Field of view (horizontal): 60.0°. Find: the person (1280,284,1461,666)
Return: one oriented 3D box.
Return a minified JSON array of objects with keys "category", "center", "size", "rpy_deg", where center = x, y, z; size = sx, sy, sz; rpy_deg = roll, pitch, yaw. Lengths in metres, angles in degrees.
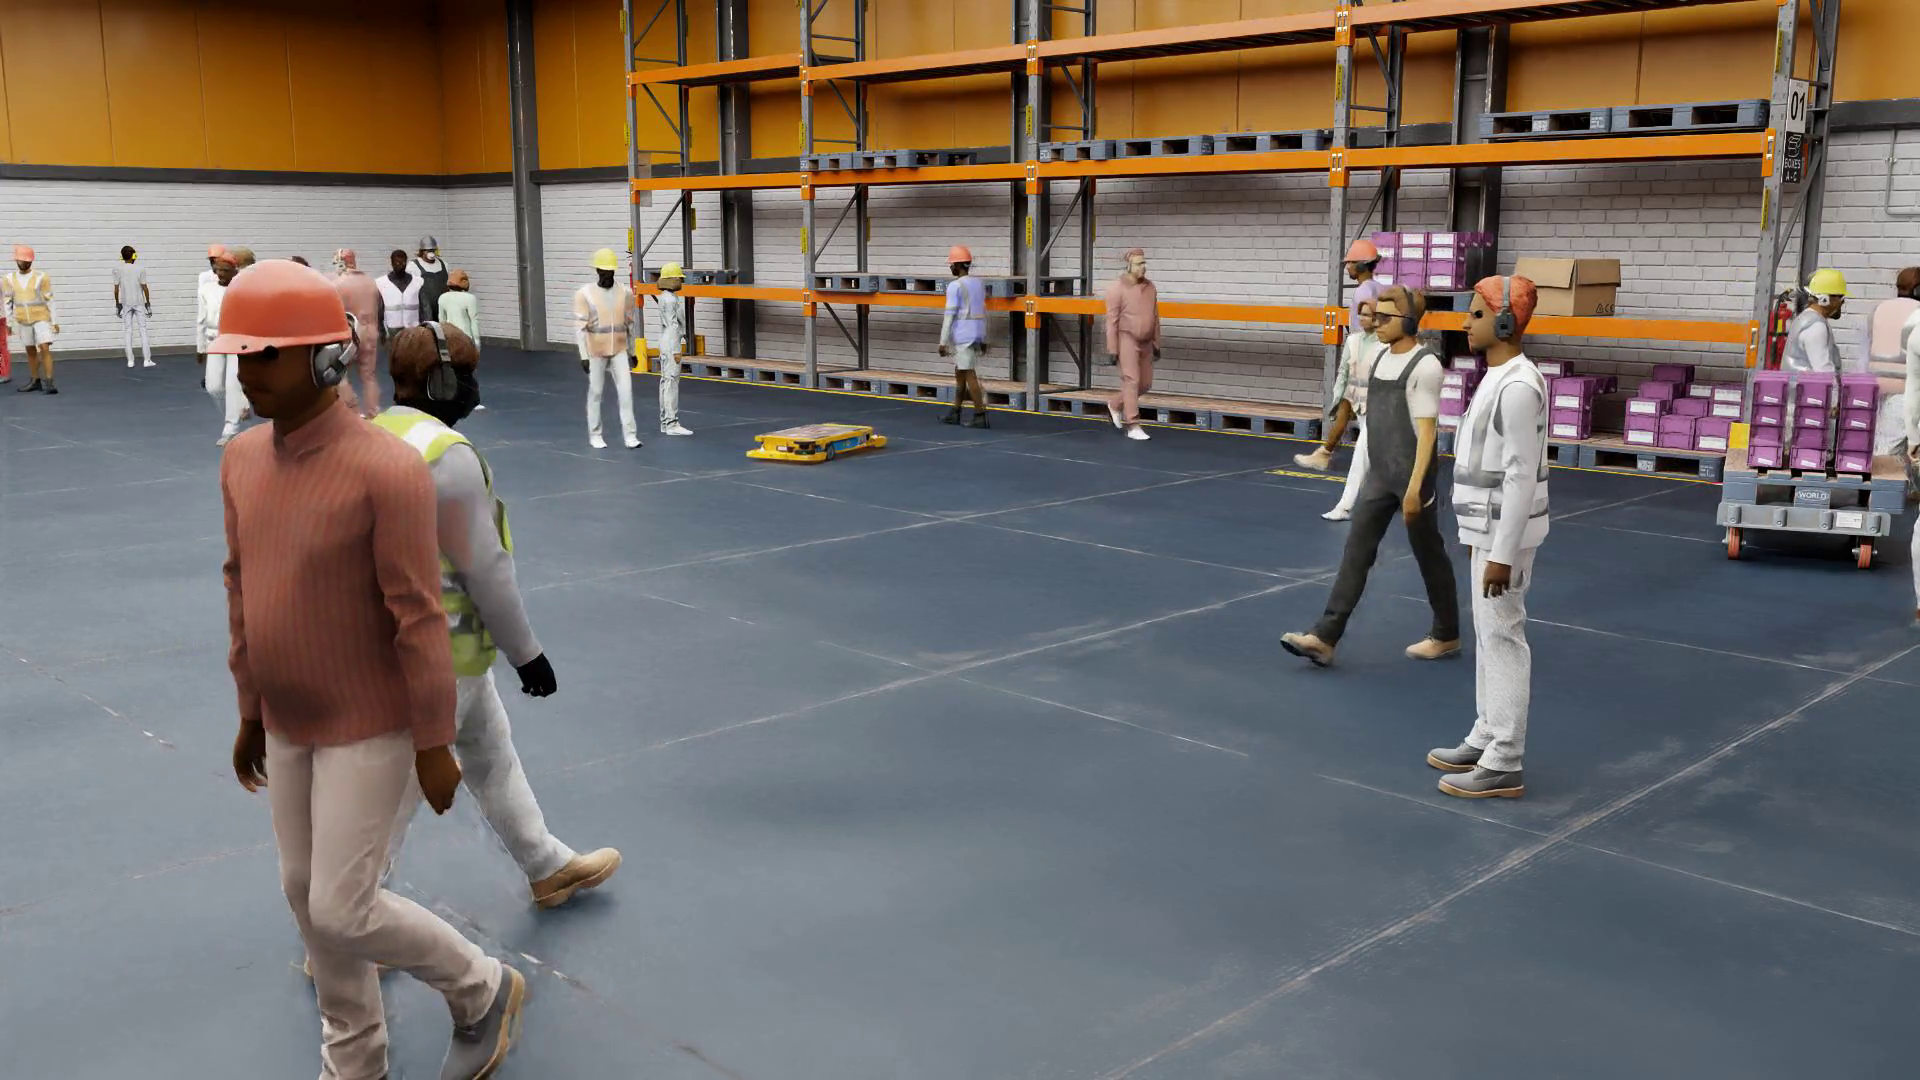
[{"category":"person","center":[1.996,-0.284,7.751],"size":[0.984,1.791,0.535],"rpy_deg":[-4,11,-21]}]

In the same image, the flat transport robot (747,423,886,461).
[{"category":"flat transport robot","center":[-1.306,-0.914,15.356],"size":[0.652,0.197,1.431],"rpy_deg":[5,12,26]}]

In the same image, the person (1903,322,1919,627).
[{"category":"person","center":[5.290,-0.513,8.682],"size":[0.832,1.910,0.662],"rpy_deg":[-8,13,-38]}]

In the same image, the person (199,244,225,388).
[{"category":"person","center":[-9.576,-2.857,21.521],"size":[0.573,1.893,0.939],"rpy_deg":[-10,14,-43]}]

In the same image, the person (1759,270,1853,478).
[{"category":"person","center":[6.053,-1.018,11.820],"size":[0.909,1.779,0.580],"rpy_deg":[5,12,26]}]

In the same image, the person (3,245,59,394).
[{"category":"person","center":[-11.896,-2.805,21.280],"size":[0.618,1.898,0.662],"rpy_deg":[-2,11,-8]}]

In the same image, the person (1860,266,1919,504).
[{"category":"person","center":[6.958,-1.120,12.318],"size":[0.875,1.807,0.634],"rpy_deg":[-3,11,-16]}]

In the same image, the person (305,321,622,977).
[{"category":"person","center":[-1.440,0.290,4.672],"size":[0.983,1.792,0.627],"rpy_deg":[-7,12,-32]}]

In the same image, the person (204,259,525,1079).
[{"category":"person","center":[-1.356,0.381,3.660],"size":[0.615,1.978,0.523],"rpy_deg":[7,13,34]}]

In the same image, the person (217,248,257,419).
[{"category":"person","center":[-7.950,-2.304,18.559],"size":[0.648,1.889,1.049],"rpy_deg":[-4,11,-20]}]

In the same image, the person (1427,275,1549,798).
[{"category":"person","center":[1.933,-0.007,6.011],"size":[0.358,1.883,0.572],"rpy_deg":[2,11,12]}]

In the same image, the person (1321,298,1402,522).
[{"category":"person","center":[2.970,-0.939,11.904],"size":[0.915,1.588,0.497],"rpy_deg":[-5,12,-26]}]

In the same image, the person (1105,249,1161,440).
[{"category":"person","center":[1.695,-1.961,16.641],"size":[0.648,1.891,0.683],"rpy_deg":[-9,14,-40]}]

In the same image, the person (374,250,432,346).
[{"category":"person","center":[-6.642,-2.523,19.835],"size":[0.608,1.859,1.062],"rpy_deg":[-6,12,-31]}]

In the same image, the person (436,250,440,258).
[{"category":"person","center":[-9.502,-4.390,30.058],"size":[0.588,1.830,0.404],"rpy_deg":[5,11,25]}]

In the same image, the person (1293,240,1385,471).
[{"category":"person","center":[3.450,-1.549,14.162],"size":[1.065,1.983,0.631],"rpy_deg":[6,12,29]}]

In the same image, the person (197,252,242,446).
[{"category":"person","center":[-7.089,-1.848,16.115],"size":[0.632,1.861,0.473],"rpy_deg":[0,10,2]}]

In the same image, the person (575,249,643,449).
[{"category":"person","center":[-3.279,-1.774,15.634],"size":[0.656,1.884,0.872],"rpy_deg":[-7,12,-33]}]

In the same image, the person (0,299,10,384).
[{"category":"person","center":[-13.280,-3.009,22.835],"size":[0.320,1.721,0.646],"rpy_deg":[-2,11,-13]}]

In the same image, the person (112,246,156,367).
[{"category":"person","center":[-12.746,-3.595,25.635],"size":[0.520,1.865,0.328],"rpy_deg":[-3,11,-14]}]

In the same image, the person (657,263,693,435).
[{"category":"person","center":[-2.923,-1.945,16.966],"size":[0.295,1.744,0.485],"rpy_deg":[-4,11,-20]}]

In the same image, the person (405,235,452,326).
[{"category":"person","center":[-7.475,-3.314,23.614],"size":[0.711,2.000,0.646],"rpy_deg":[-10,14,-43]}]

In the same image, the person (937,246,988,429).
[{"category":"person","center":[-0.024,-2.131,17.534],"size":[0.851,1.899,0.567],"rpy_deg":[7,13,34]}]

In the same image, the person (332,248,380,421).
[{"category":"person","center":[-6.285,-2.063,17.215],"size":[0.502,1.882,0.682],"rpy_deg":[4,11,21]}]

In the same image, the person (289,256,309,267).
[{"category":"person","center":[-6.339,-1.846,16.213],"size":[0.552,1.834,0.884],"rpy_deg":[-10,14,-44]}]

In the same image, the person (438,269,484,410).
[{"category":"person","center":[-5.792,-2.314,19.284],"size":[0.520,1.630,0.287],"rpy_deg":[3,11,17]}]
